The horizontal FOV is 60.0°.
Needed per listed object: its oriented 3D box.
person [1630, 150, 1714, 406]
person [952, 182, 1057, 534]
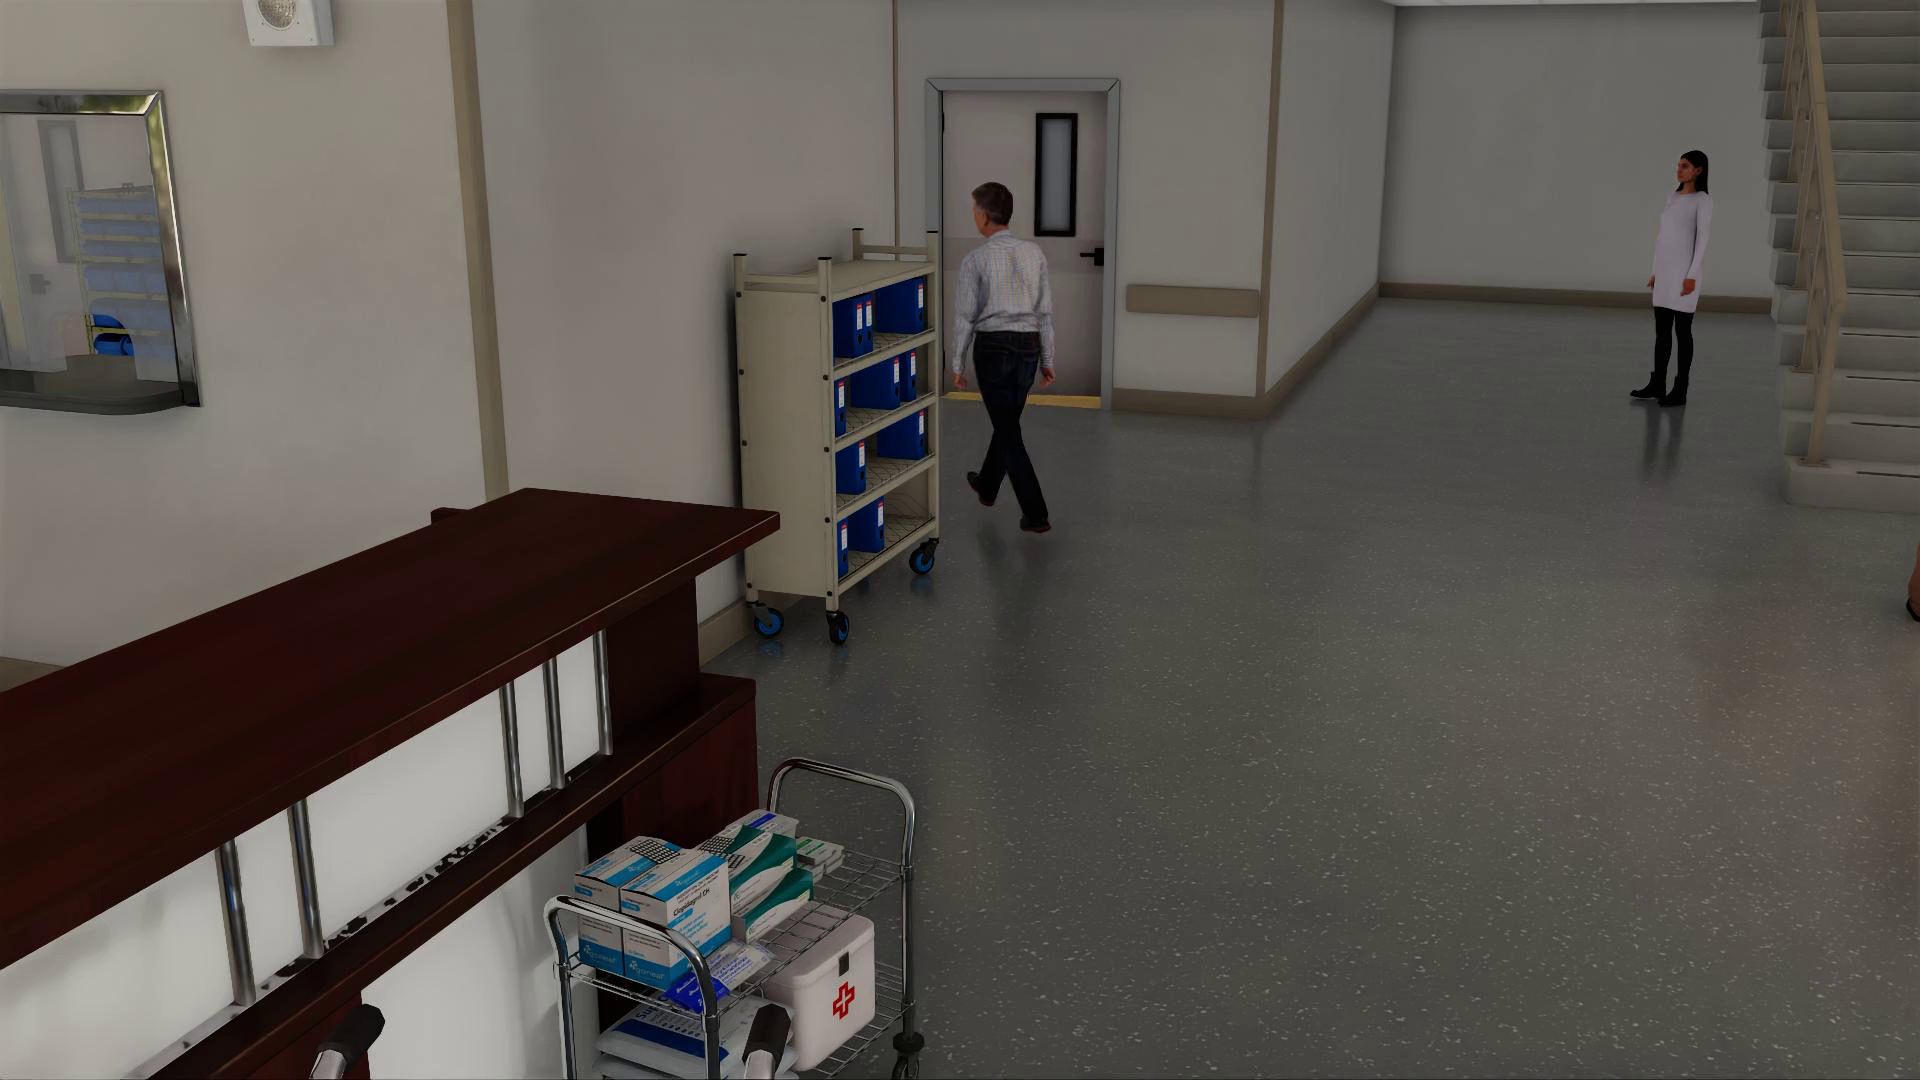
[{"bbox_3d":[5.196,-1.889,12.002,0.750,1.809,0.667,-5,17,-17],"label":"person"},{"bbox_3d":[0.268,-0.884,8.523,1.204,1.762,1.266,-6,17,-22],"label":"person"}]
